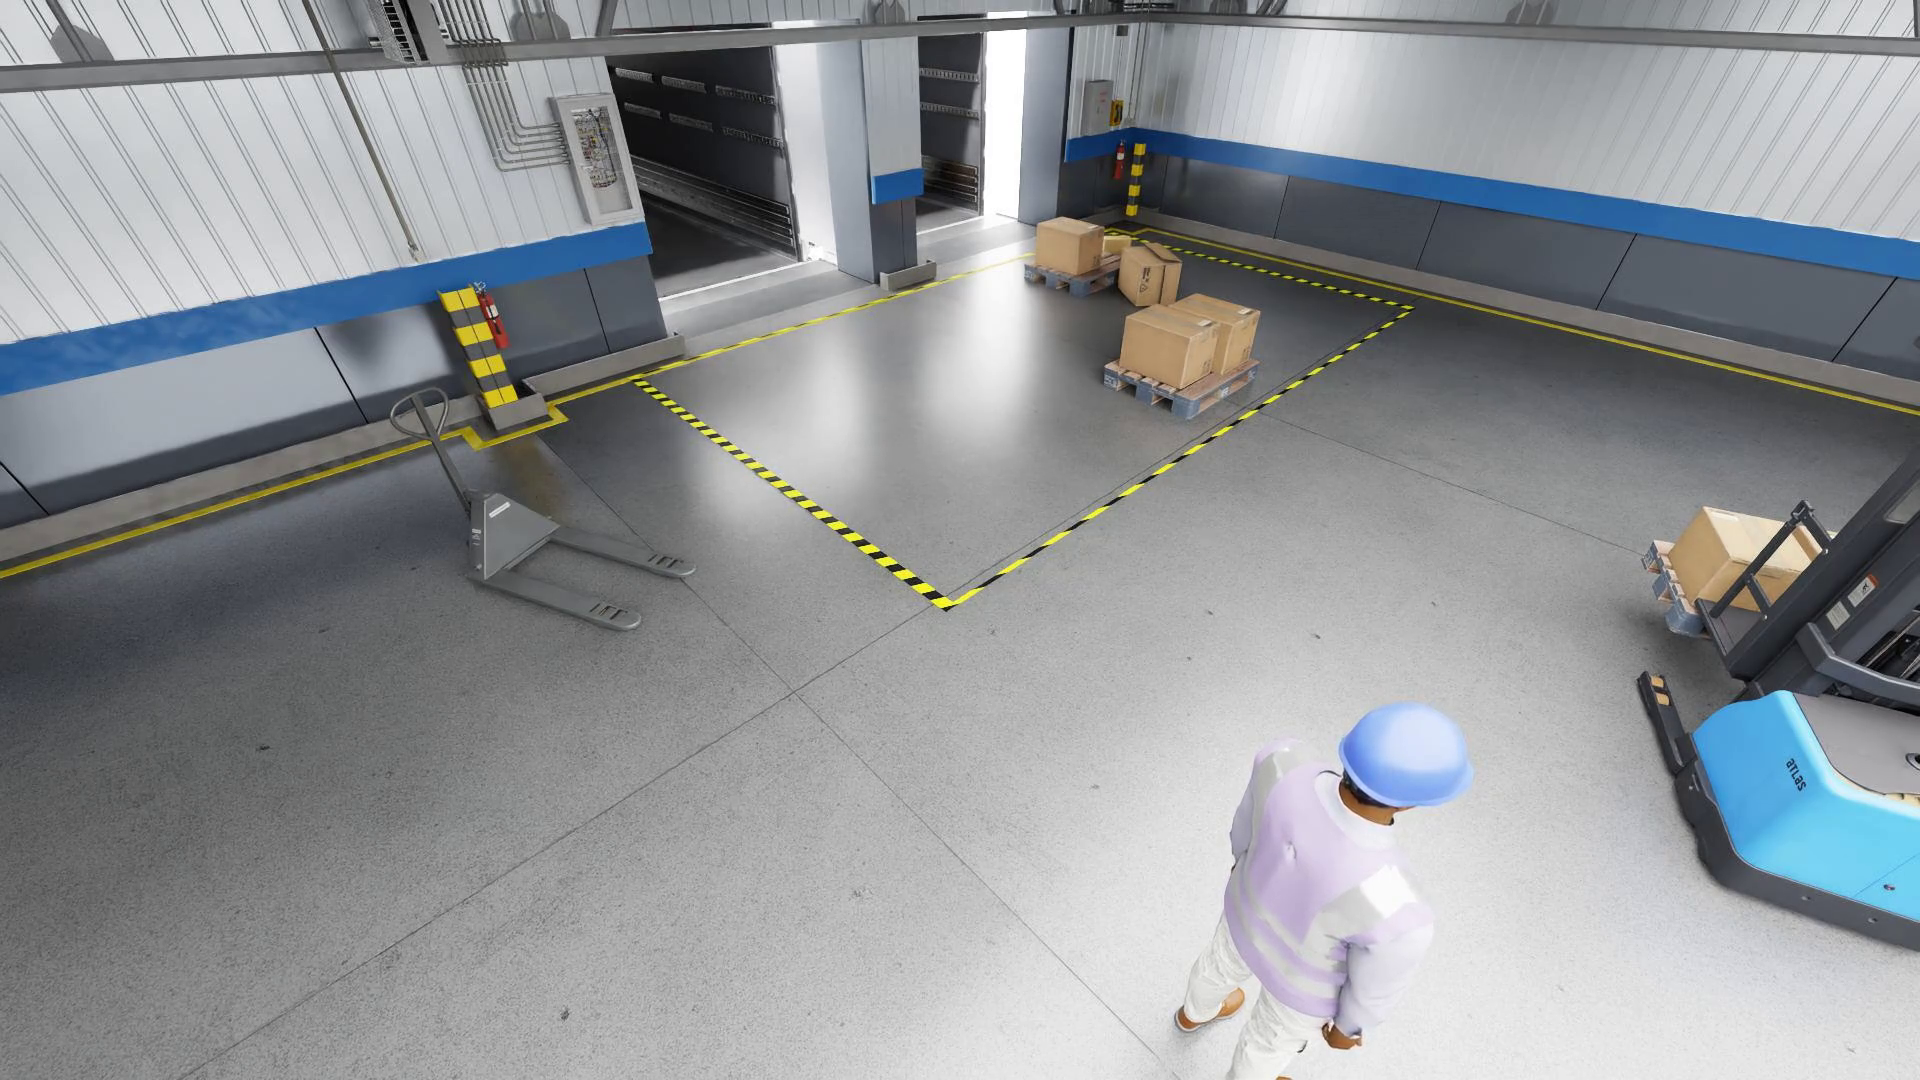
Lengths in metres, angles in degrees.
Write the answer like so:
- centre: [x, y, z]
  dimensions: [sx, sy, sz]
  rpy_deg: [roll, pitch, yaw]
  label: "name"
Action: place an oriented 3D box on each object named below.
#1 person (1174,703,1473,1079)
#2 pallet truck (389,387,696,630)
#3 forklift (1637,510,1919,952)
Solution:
- centre: [0.994, 1.167, 2.184]
  dimensions: [0.385, 1.948, 0.602]
  rpy_deg: [-10, 39, -13]
  label: "person"
- centre: [-2.613, -0.247, 4.593]
  dimensions: [1.601, 1.201, 0.680]
  rpy_deg: [14, 40, 17]
  label: "pallet truck"
- centre: [3.839, 0.603, 2.839]
  dimensions: [0.716, 2.013, 0.776]
  rpy_deg: [16, 41, 20]
  label: "forklift"
